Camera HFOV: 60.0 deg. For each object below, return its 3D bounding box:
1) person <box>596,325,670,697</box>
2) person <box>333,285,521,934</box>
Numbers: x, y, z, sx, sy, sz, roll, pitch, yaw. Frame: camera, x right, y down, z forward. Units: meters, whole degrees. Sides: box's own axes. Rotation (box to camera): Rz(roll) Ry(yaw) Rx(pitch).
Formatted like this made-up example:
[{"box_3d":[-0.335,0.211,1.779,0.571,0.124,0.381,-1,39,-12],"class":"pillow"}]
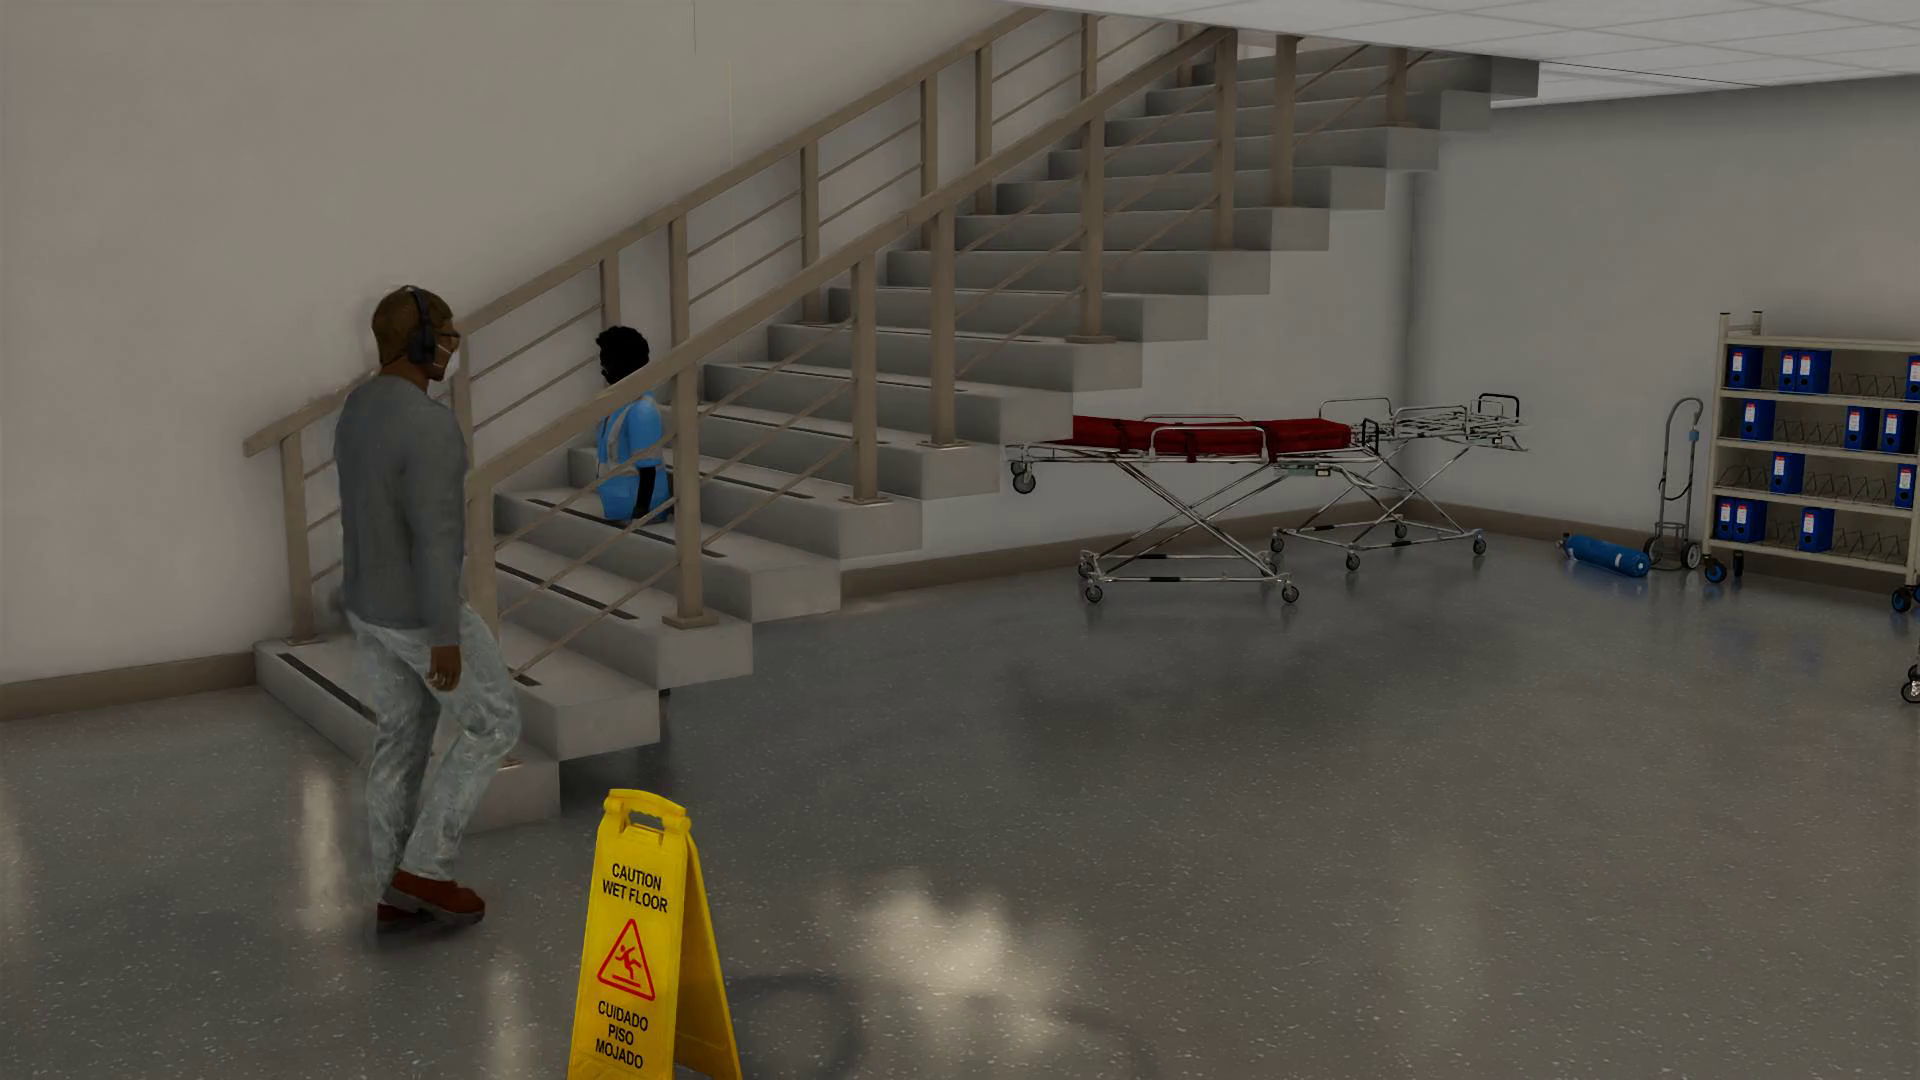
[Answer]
[{"box_3d":[-1.483,-0.123,7.550,0.319,1.693,0.532,-4,11,-23],"class":"person"},{"box_3d":[-1.584,0.220,4.903,0.451,1.921,0.652,-9,13,-41],"class":"person"}]
